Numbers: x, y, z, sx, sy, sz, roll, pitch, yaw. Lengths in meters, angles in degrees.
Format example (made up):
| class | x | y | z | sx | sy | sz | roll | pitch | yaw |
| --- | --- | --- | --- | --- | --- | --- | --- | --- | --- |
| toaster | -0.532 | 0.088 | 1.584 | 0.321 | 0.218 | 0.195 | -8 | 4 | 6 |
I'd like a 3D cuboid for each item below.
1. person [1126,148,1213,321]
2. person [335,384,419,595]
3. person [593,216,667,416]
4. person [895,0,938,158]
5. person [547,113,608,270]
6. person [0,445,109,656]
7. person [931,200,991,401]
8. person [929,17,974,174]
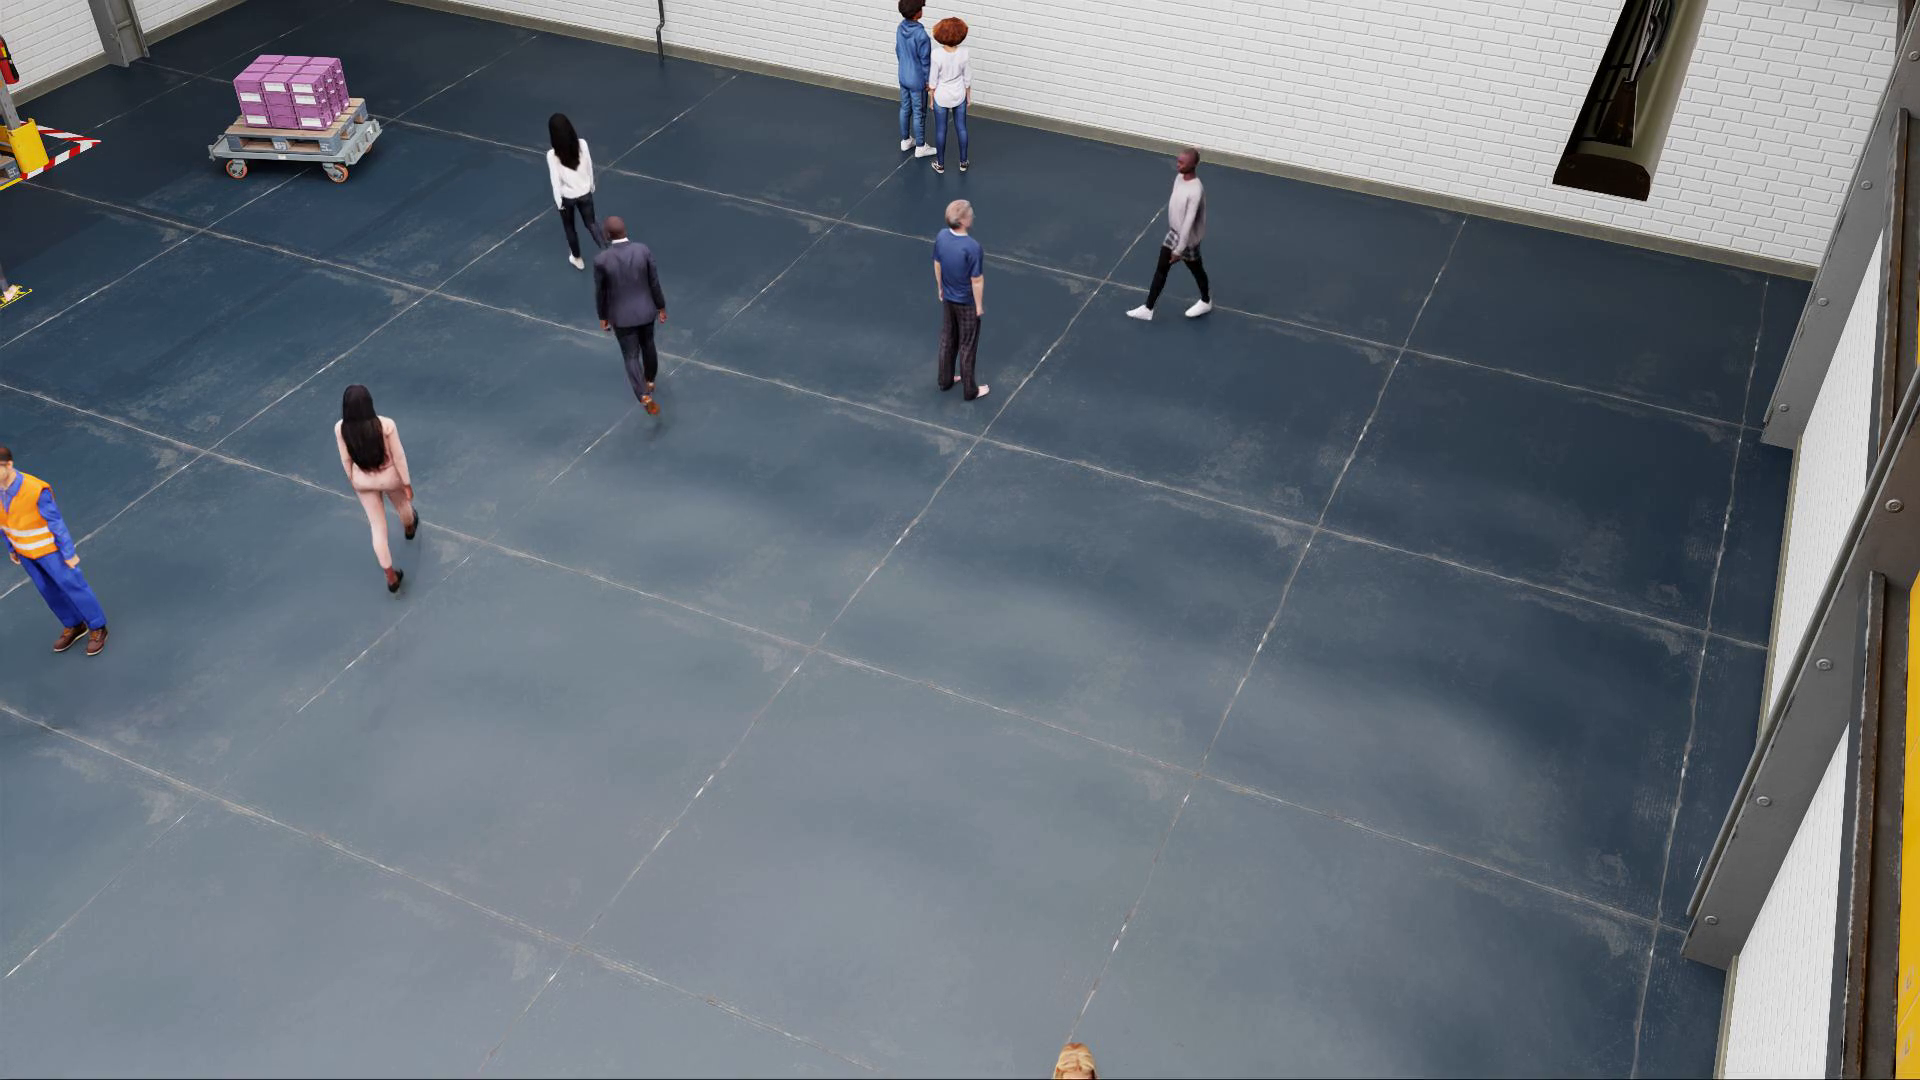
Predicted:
| class | x | y | z | sx | sy | sz | roll | pitch | yaw |
| --- | --- | --- | --- | --- | --- | --- | --- | --- | --- |
| person | 2.182 | -2.811 | 15.494 | 1.188 | 1.730 | 1.095 | -15 | 41 | -18 |
| person | -4.368 | -0.357 | 12.469 | 1.034 | 1.668 | 1.228 | -5 | 39 | -6 |
| person | -2.800 | -1.887 | 14.292 | 1.164 | 1.784 | 1.229 | -10 | 40 | -12 |
| person | -0.507 | -5.131 | 18.333 | 0.725 | 1.811 | 0.754 | -28 | 47 | -31 |
| person | -3.703 | -3.333 | 16.182 | 0.985 | 1.686 | 0.938 | -27 | 46 | -30 |
| person | -6.517 | 0.051 | 11.809 | 0.730 | 1.855 | 0.688 | 7 | 39 | 8 |
| person | 0.006 | -2.093 | 14.482 | 0.715 | 1.870 | 0.642 | 28 | 46 | 30 |
| person | -0.103 | -4.824 | 18.027 | 0.749 | 1.712 | 0.785 | -6 | 39 | -8 |
